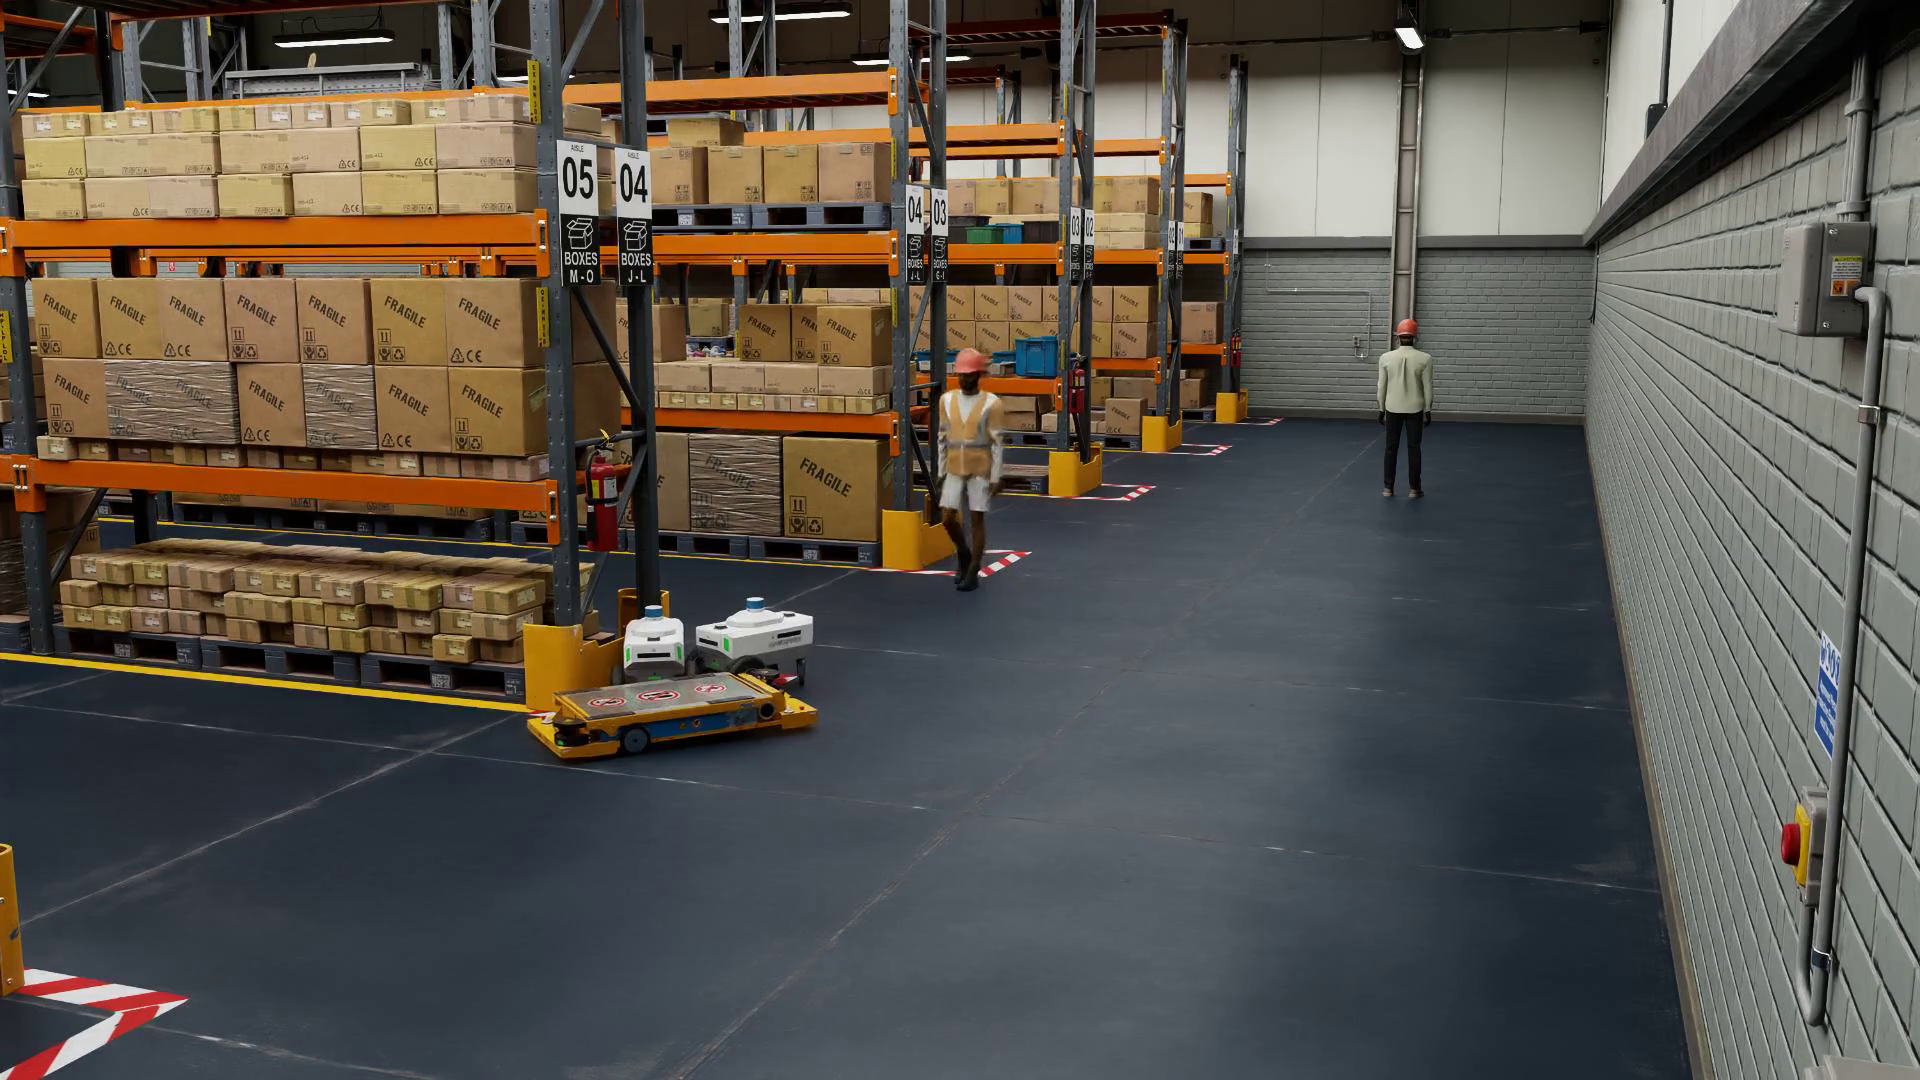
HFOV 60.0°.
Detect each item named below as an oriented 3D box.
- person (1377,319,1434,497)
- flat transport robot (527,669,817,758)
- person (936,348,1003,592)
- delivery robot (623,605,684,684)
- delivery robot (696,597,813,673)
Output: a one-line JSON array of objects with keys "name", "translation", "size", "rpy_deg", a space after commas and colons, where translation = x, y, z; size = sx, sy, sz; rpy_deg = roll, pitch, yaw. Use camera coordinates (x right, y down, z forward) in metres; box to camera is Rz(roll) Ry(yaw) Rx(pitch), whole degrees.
[{"name": "person", "translation": [4.986, -1.470, 18.632], "size": [0.613, 1.997, 0.374], "rpy_deg": [4, 10, 22]}, {"name": "flat transport robot", "translation": [-1.562, 0.927, 9.044], "size": [1.431, 0.197, 0.652], "rpy_deg": [-5, 10, -29]}, {"name": "person", "translation": [0.060, -0.545, 13.081], "size": [0.577, 1.924, 0.399], "rpy_deg": [4, 10, 22]}, {"name": "delivery robot", "translation": [-1.788, 0.627, 9.739], "size": [0.477, 0.478, 0.707], "rpy_deg": [-1, 9, -9]}, {"name": "delivery robot", "translation": [-1.225, 0.588, 9.982], "size": [0.477, 0.478, 0.707], "rpy_deg": [9, 13, 44]}]
